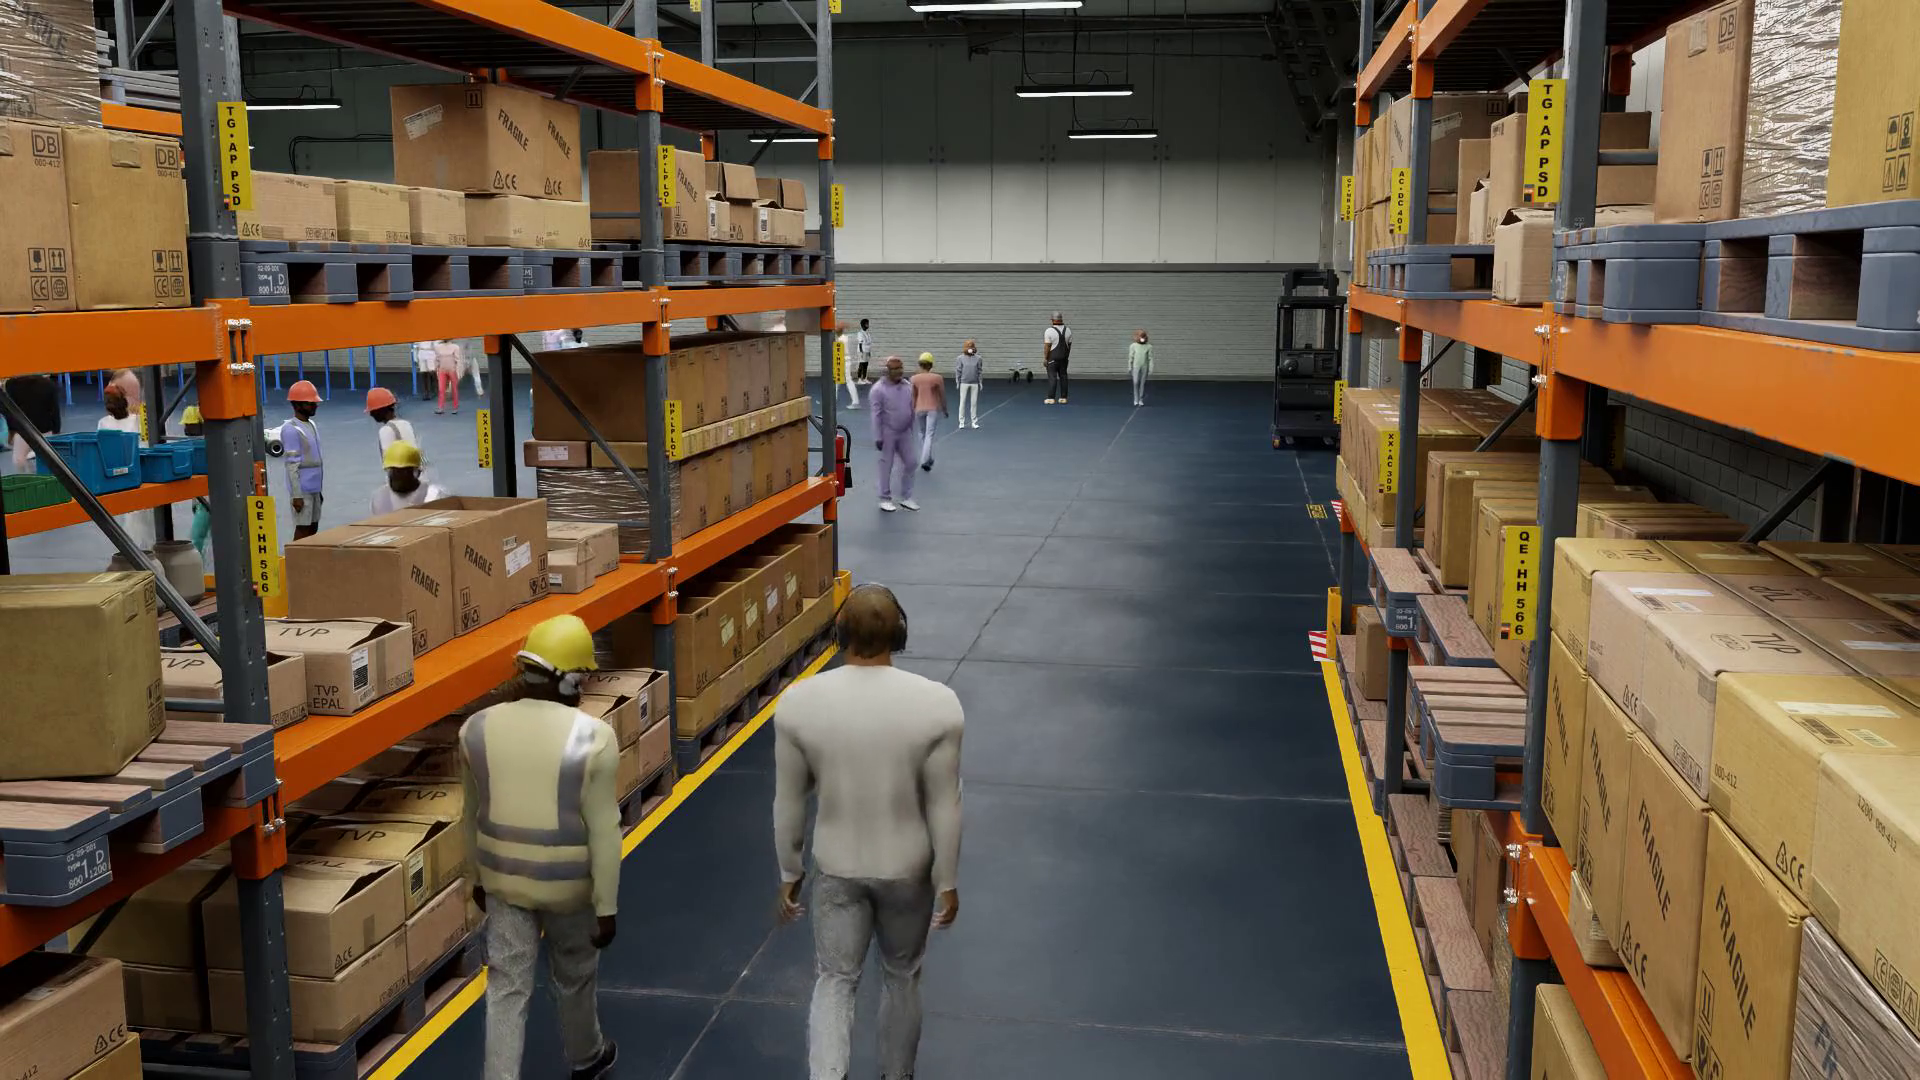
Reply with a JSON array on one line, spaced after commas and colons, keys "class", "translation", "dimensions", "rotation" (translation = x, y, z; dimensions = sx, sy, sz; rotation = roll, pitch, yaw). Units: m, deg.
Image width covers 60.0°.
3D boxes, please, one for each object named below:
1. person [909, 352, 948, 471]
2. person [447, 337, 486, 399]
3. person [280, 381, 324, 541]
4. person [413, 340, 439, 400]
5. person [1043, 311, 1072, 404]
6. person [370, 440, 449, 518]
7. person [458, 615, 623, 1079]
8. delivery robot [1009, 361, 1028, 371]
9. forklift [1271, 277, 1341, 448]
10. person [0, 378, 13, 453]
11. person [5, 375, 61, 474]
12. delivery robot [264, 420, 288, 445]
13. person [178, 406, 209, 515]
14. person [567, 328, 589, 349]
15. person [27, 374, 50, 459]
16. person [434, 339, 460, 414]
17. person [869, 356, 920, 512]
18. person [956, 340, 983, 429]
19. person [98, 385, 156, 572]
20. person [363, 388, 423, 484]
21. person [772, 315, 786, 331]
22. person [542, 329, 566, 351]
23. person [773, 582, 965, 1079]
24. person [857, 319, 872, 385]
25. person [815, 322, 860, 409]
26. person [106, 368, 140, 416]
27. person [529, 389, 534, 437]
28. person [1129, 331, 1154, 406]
[{"class": "person", "translation": [-0.492, -1.906, 24.560], "dimensions": [0.536, 1.723, 0.915], "rotation": [3, 10, 16]}, {"class": "person", "translation": [-11.264, -4.125, 37.781], "dimensions": [0.620, 1.887, 0.955], "rotation": [4, 10, 21]}, {"class": "person", "translation": [-5.884, -0.469, 15.026], "dimensions": [0.362, 1.935, 0.553], "rotation": [0, 9, -1]}, {"class": "person", "translation": [-12.046, -4.103, 37.509], "dimensions": [0.580, 1.911, 0.495], "rotation": [0, 9, -1]}, {"class": "person", "translation": [2.105, -4.020, 36.740], "dimensions": [0.677, 2.000, 0.536], "rotation": [-6, 11, -31]}, {"class": "person", "translation": [-3.672, 0.209, 11.247], "dimensions": [0.597, 1.812, 0.679], "rotation": [2, 9, 11]}, {"class": "person", "translation": [-1.414, 1.145, 5.610], "dimensions": [0.607, 1.776, 0.916], "rotation": [1, 9, 9]}, {"class": "delivery robot", "translation": [1.546, -4.588, 43.729], "dimensions": [0.335, 0.223, 0.699], "rotation": [5, 11, 30]}, {"class": "forklift", "translation": [5.847, -3.016, 27.970], "dimensions": [1.129, 2.768, 1.873], "rotation": [1, 9, 9]}, {"class": "person", "translation": [-15.435, -2.305, 26.653], "dimensions": [0.605, 1.831, 0.437], "rotation": [1, 9, 8]}, {"class": "person", "translation": [-11.257, -1.328, 20.185], "dimensions": [0.650, 1.977, 0.476], "rotation": [-1, 9, -8]}, {"class": "delivery robot", "translation": [-10.720, -1.672, 26.540], "dimensions": [0.707, 0.478, 0.477], "rotation": [-6, 11, -33]}, {"class": "person", "translation": [-6.803, -0.348, 14.963], "dimensions": [0.908, 1.715, 0.555], "rotation": [-4, 10, -25]}, {"class": "person", "translation": [-8.252, -3.753, 36.053], "dimensions": [0.543, 1.679, 0.372], "rotation": [-7, 11, -36]}, {"class": "person", "translation": [-14.382, -2.194, 25.805], "dimensions": [0.636, 1.899, 0.402], "rotation": [5, 11, 29]}, {"class": "person", "translation": [-10.411, -3.402, 33.735], "dimensions": [0.543, 1.728, 0.849], "rotation": [0, 9, 3]}, {"class": "person", "translation": [-0.747, -1.275, 20.160], "dimensions": [0.669, 1.883, 0.664], "rotation": [-7, 12, -37]}, {"class": "person", "translation": [0.176, -2.892, 30.908], "dimensions": [0.507, 1.631, 0.267], "rotation": [-2, 9, -12]}, {"class": "person", "translation": [-7.928, -0.539, 15.742], "dimensions": [0.578, 1.838, 0.968], "rotation": [4, 10, 21]}, {"class": "person", "translation": [-5.195, -0.502, 15.555], "dimensions": [1.060, 1.858, 0.588], "rotation": [2, 9, 11]}, {"class": "person", "translation": [-4.168, -4.364, 39.210], "dimensions": [0.647, 1.885, 0.511], "rotation": [8, 12, 41]}, {"class": "person", "translation": [-10.032, -4.682, 41.204], "dimensions": [0.596, 1.883, 0.991], "rotation": [0, 9, 2]}, {"class": "person", "translation": [-0.308, 1.101, 5.440], "dimensions": [0.637, 1.919, 0.799], "rotation": [1, 9, 5]}, {"class": "person", "translation": [-2.461, -4.834, 42.715], "dimensions": [0.321, 1.689, 0.530], "rotation": [4, 10, 21]}, {"class": "person", "translation": [-2.567, -3.673, 35.097], "dimensions": [0.990, 1.832, 0.595], "rotation": [-3, 10, -19]}, {"class": "person", "translation": [-11.086, -1.567, 22.063], "dimensions": [0.651, 1.859, 0.991], "rotation": [8, 12, 39]}, {"class": "person", "translation": [-5.521, -1.510, 22.383], "dimensions": [0.527, 1.634, 0.313], "rotation": [0, 9, -3]}, {"class": "person", "translation": [3.924, -3.697, 35.900], "dimensions": [0.532, 1.607, 0.645], "rotation": [0, 9, -1]}]
